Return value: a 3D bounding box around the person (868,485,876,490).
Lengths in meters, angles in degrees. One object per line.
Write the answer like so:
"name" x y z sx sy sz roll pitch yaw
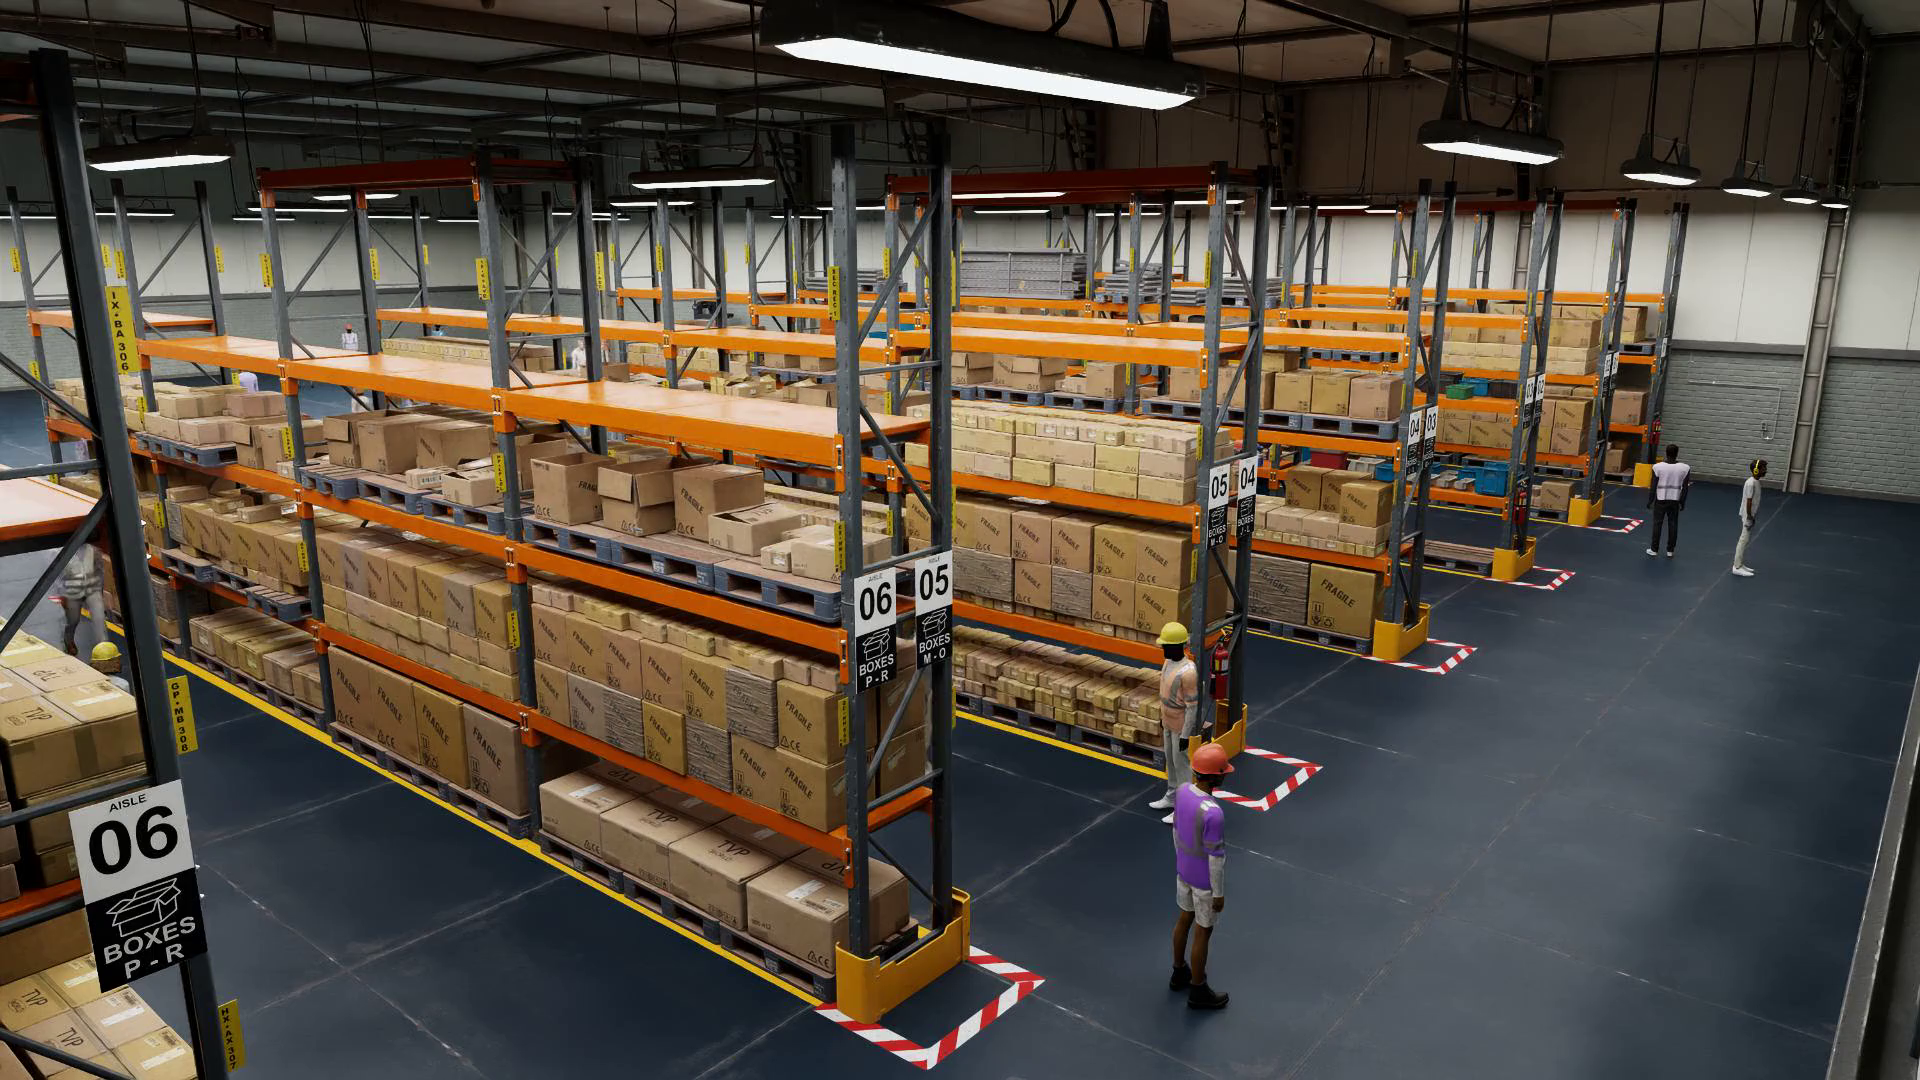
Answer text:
"person" -1.991 -1.530 25.192 0.950 1.803 0.626 12 18 40

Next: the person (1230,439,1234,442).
"person" 5.720 -1.962 26.621 0.991 1.949 0.655 11 17 38

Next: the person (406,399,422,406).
"person" -16.576 -4.667 37.894 0.514 1.882 0.667 2 14 6

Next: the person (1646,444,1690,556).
"person" 12.027 -0.674 21.415 0.588 1.914 0.391 4 14 16

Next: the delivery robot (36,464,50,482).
"delivery robot" -19.733 -1.390 27.083 0.707 0.478 0.477 0 14 1

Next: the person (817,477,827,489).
"person" -2.773 -1.640 26.046 0.795 1.600 0.502 13 19 43

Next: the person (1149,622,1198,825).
"person" 1.990 1.684 11.690 0.381 1.923 0.592 -3 14 -10

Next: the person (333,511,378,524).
"person" -11.280 -1.135 23.377 0.779 1.882 0.658 -5 15 -20

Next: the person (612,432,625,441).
"person" -8.513 -3.102 31.419 0.640 1.938 0.513 -3 14 -14

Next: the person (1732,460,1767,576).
"person" 12.724 -0.370 20.256 0.328 1.872 0.508 9 16 33

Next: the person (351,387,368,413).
"person" -15.233 -3.098 31.989 0.388 1.616 0.538 6 15 22

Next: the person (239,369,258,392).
"person" -19.608 -3.906 34.657 0.378 1.940 0.629 8 16 28

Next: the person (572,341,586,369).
"person" -12.858 -5.863 42.880 0.989 1.866 0.654 12 18 40

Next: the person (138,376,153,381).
"person" -22.118 -3.850 34.331 0.494 1.989 0.796 -2 14 -9

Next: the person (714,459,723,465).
"person" -5.821 -2.688 29.625 0.575 1.942 0.630 8 16 30

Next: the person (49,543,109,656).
"person" -11.259 0.621 16.096 0.921 1.919 0.604 10 17 35

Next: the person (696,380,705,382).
"person" -7.656 -4.335 36.467 0.562 1.912 0.468 -6 15 -22

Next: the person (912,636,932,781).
"person" -0.289 1.508 12.559 0.395 1.851 0.559 4 14 17

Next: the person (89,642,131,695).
"person" -7.814 1.785 11.677 0.483 1.737 0.320 3 14 12

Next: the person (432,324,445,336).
"person" -22.166 -8.366 53.532 0.548 1.683 0.376 0 14 -2

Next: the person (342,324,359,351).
"person" -24.112 -7.592 49.849 0.569 1.921 0.488 -5 15 -21

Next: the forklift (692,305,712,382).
"forklift" -9.511 -7.392 47.124 1.873 2.768 1.129 11 17 38

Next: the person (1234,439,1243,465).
"person" 4.772 -0.752 21.568 0.382 1.995 0.612 11 17 38

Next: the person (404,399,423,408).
"person" -12.907 -2.662 29.923 0.537 1.747 0.617 -5 15 -21

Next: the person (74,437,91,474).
"person" -17.328 -1.556 25.119 1.013 1.876 0.610 2 14 8

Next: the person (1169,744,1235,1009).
"person" 1.724 2.351 8.920 0.361 1.935 0.553 -5 14 -19

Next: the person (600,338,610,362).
"person" -14.349 -7.666 50.747 0.513 1.641 0.307 -5 14 -19

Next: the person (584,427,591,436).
"person" -9.459 -3.341 32.335 0.371 1.939 0.629 6 15 22

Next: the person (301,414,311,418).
"person" -13.134 -1.644 25.566 0.978 1.831 0.579 6 15 22
